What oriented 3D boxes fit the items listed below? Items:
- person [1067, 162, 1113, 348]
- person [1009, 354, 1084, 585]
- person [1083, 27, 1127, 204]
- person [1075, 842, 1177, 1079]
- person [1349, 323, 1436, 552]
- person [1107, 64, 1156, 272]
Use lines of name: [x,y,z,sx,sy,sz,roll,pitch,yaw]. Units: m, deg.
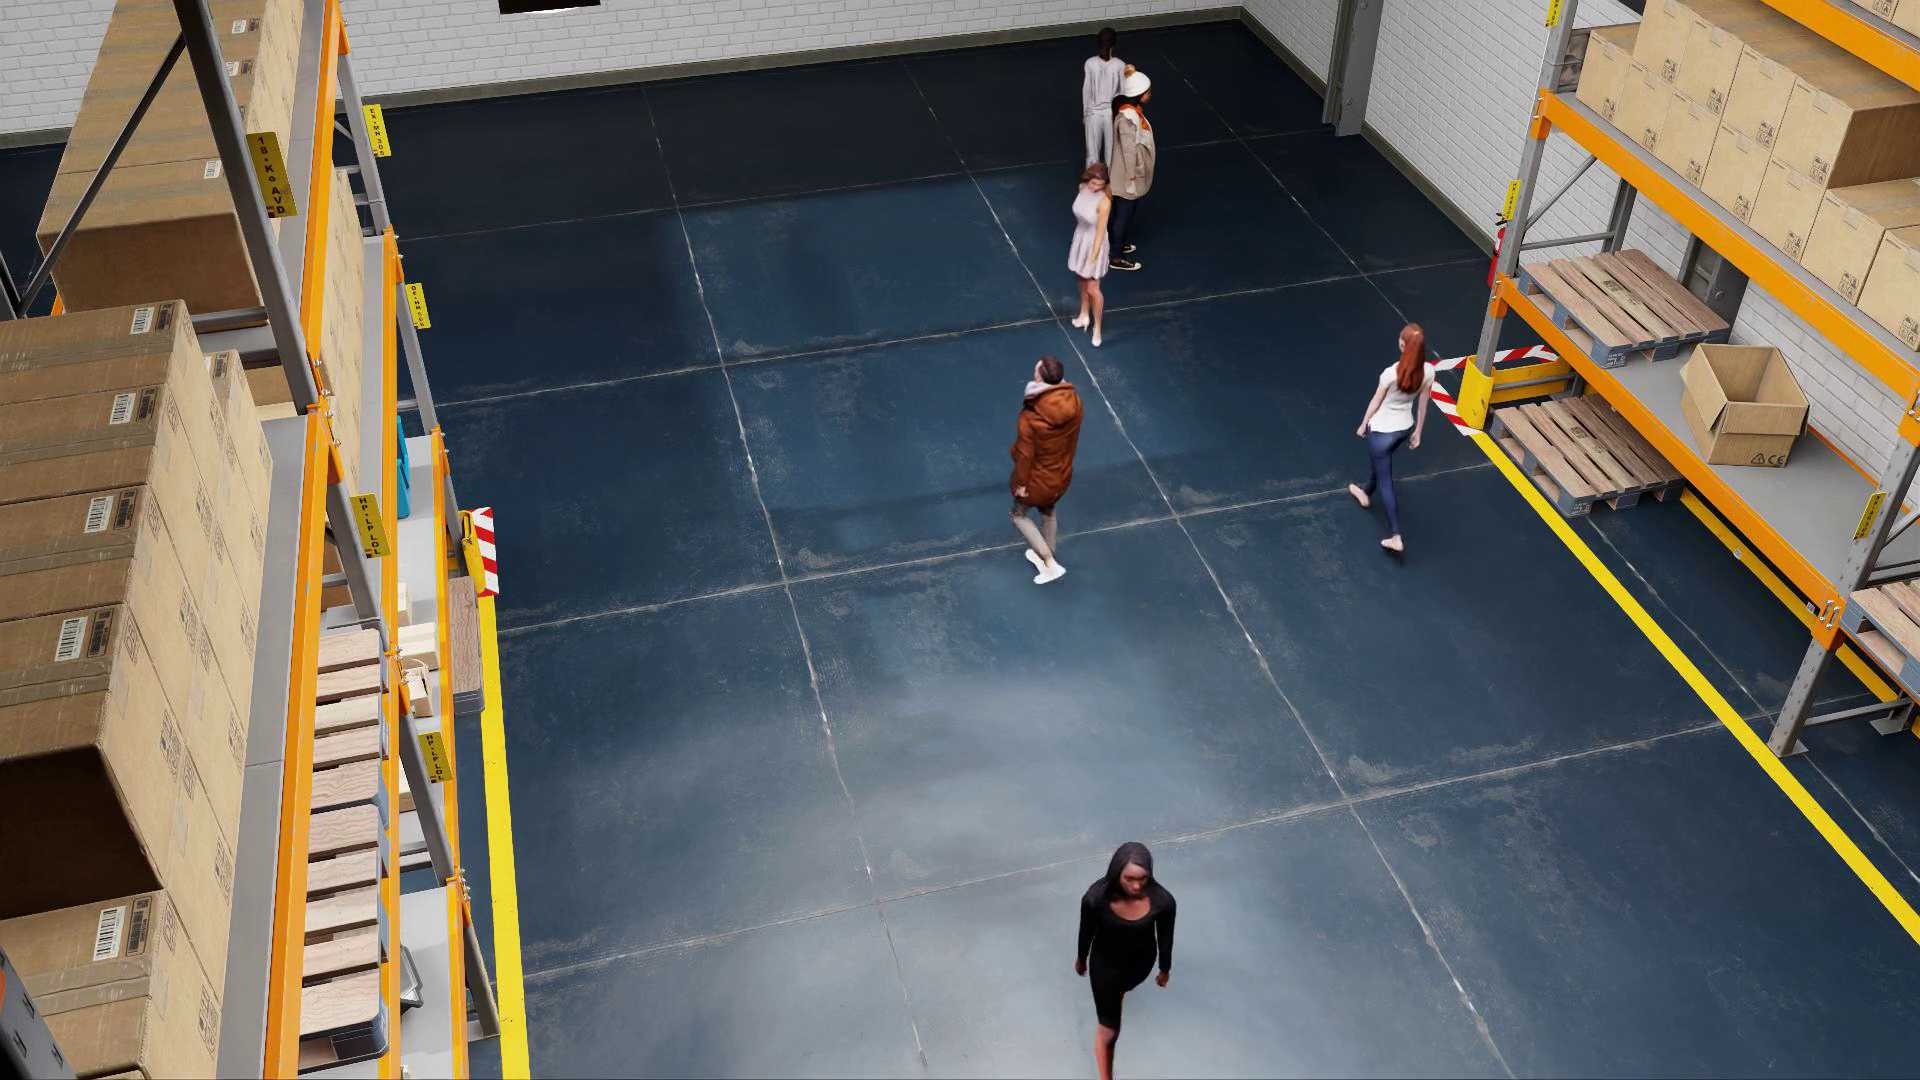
person: [1.094,-2.484,14.103,0.797,1.734,0.601,-10,40,-13]
person: [0.623,-0.424,11.453,0.872,1.823,0.941,-27,46,-29]
person: [1.393,-4.090,16.083,0.674,1.773,0.688,10,40,12]
person: [0.825,2.073,8.436,0.826,1.686,1.237,-1,39,-2]
person: [3.121,-0.708,11.906,0.629,1.701,1.144,-13,40,-16]
person: [1.500,-3.399,15.110,0.809,1.908,0.677,-1,39,-2]
